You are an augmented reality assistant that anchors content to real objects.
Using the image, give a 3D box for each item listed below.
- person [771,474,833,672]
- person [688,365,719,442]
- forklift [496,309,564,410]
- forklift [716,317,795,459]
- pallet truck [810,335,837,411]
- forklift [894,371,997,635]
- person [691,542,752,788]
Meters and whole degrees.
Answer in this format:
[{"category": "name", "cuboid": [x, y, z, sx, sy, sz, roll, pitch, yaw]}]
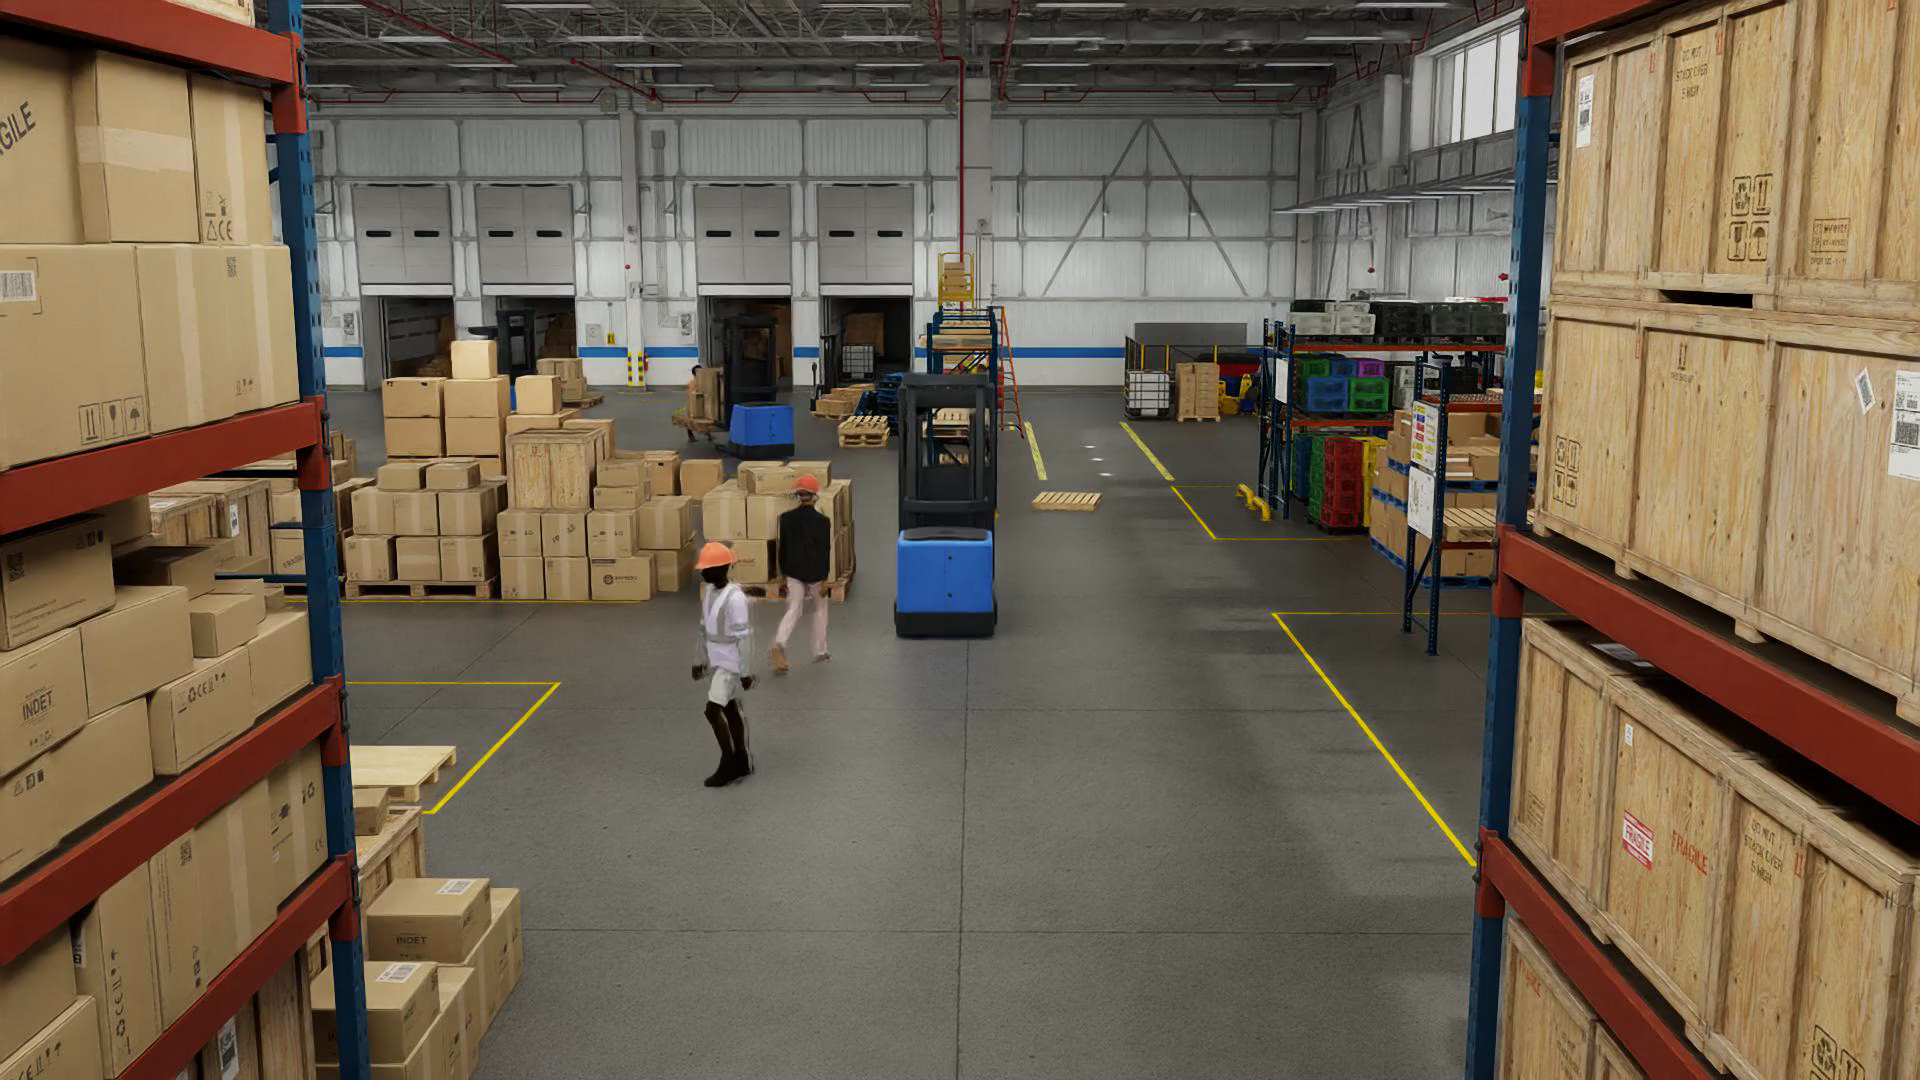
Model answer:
[{"category": "person", "cuboid": [-1.572, 0.327, 16.495, 0.613, 1.964, 0.898, 5, 11, 24]}, {"category": "person", "cuboid": [-5.644, -2.984, 36.384, 0.769, 1.663, 0.553, -9, 13, -41]}, {"category": "forklift", "cuboid": [-10.113, -3.891, 38.150, 1.873, 2.768, 1.129, 6, 12, 31]}, {"category": "forklift", "cuboid": [-4.163, -3.123, 33.721, 1.129, 2.768, 1.873, -5, 11, -25]}, {"category": "pallet truck", "cuboid": [-3.021, -4.312, 43.126, 1.885, 1.965, 0.823, 3, 10, 17]}, {"category": "forklift", "cuboid": [-0.154, -0.472, 18.423, 1.129, 2.768, 1.873, 0, 10, 1]}, {"category": "person", "cuboid": [-1.887, 0.959, 12.939, 0.603, 1.915, 0.559, -5, 11, -29]}]
